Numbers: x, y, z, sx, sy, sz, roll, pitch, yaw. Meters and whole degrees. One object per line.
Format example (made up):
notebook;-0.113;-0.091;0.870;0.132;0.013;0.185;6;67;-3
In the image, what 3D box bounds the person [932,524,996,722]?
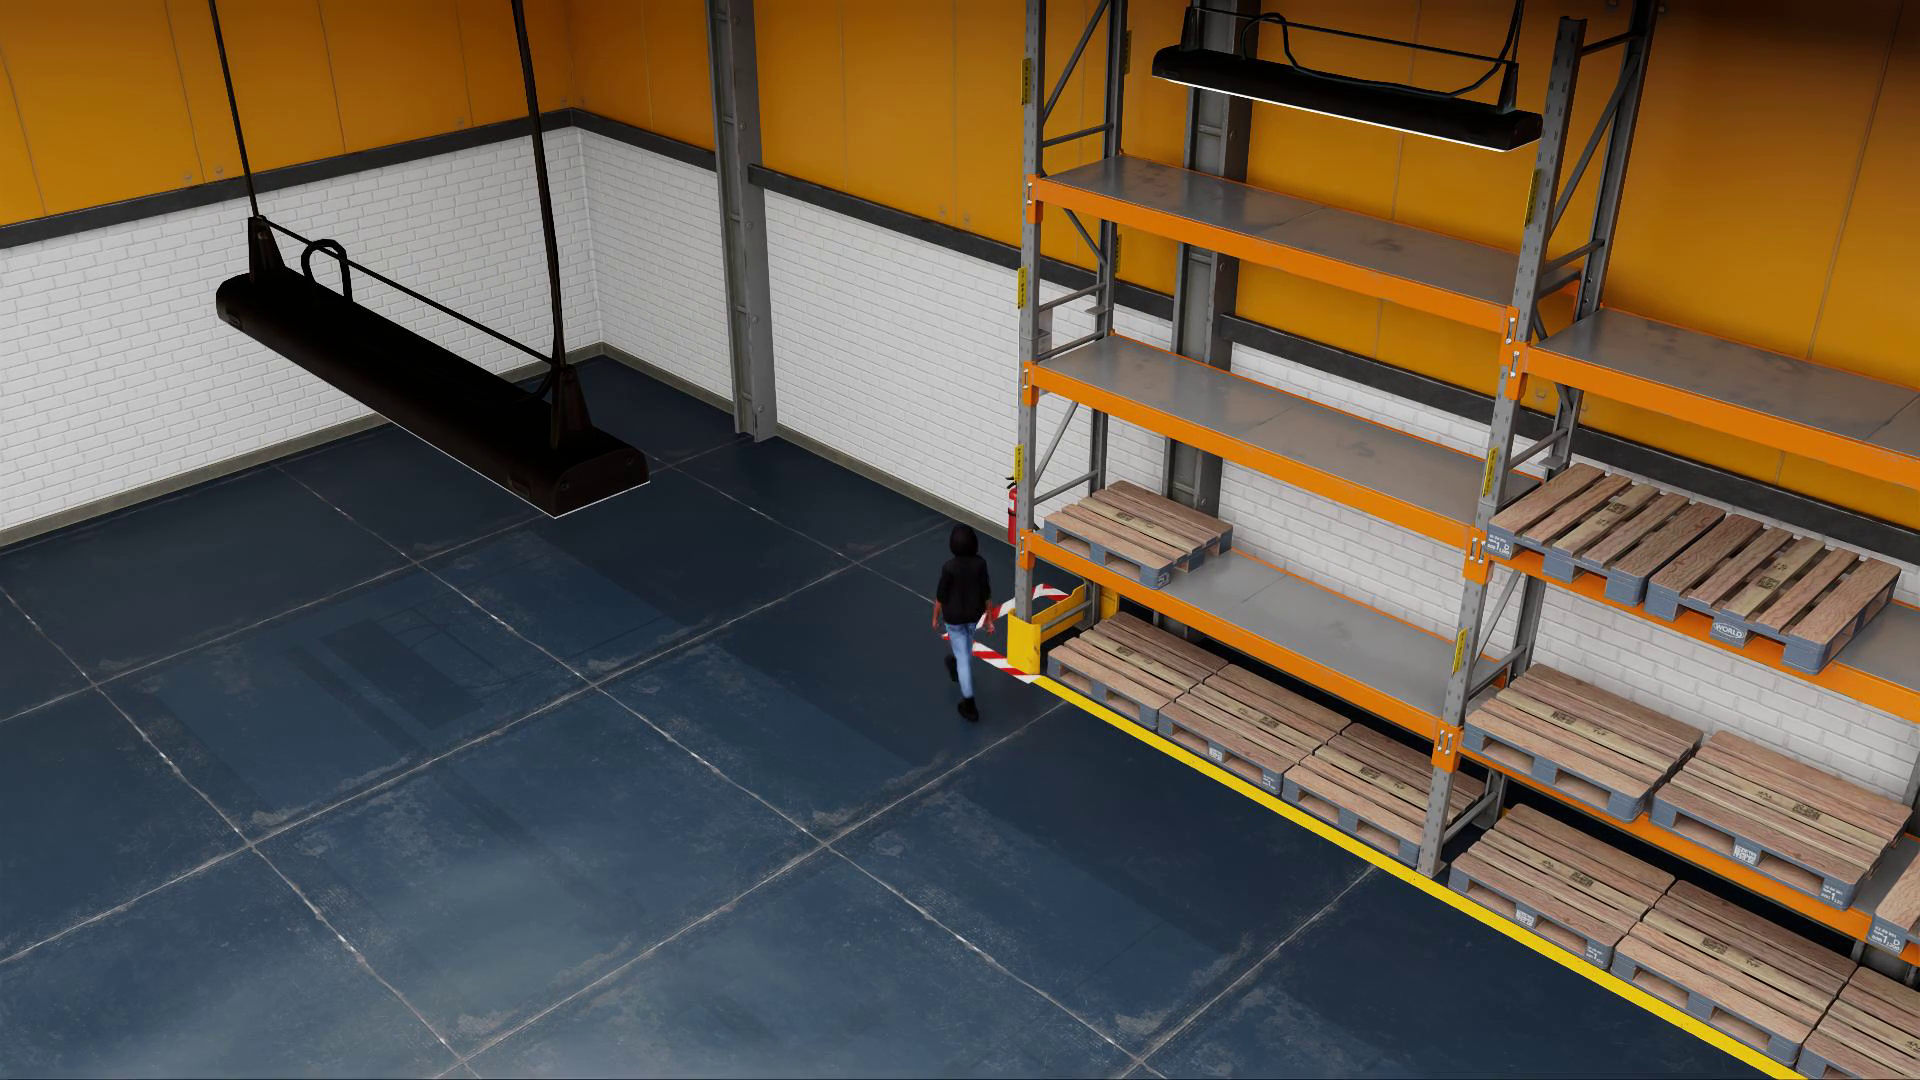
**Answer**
person;0.065;0.694;13.388;0.847;1.661;1.150;-13;31;-23
